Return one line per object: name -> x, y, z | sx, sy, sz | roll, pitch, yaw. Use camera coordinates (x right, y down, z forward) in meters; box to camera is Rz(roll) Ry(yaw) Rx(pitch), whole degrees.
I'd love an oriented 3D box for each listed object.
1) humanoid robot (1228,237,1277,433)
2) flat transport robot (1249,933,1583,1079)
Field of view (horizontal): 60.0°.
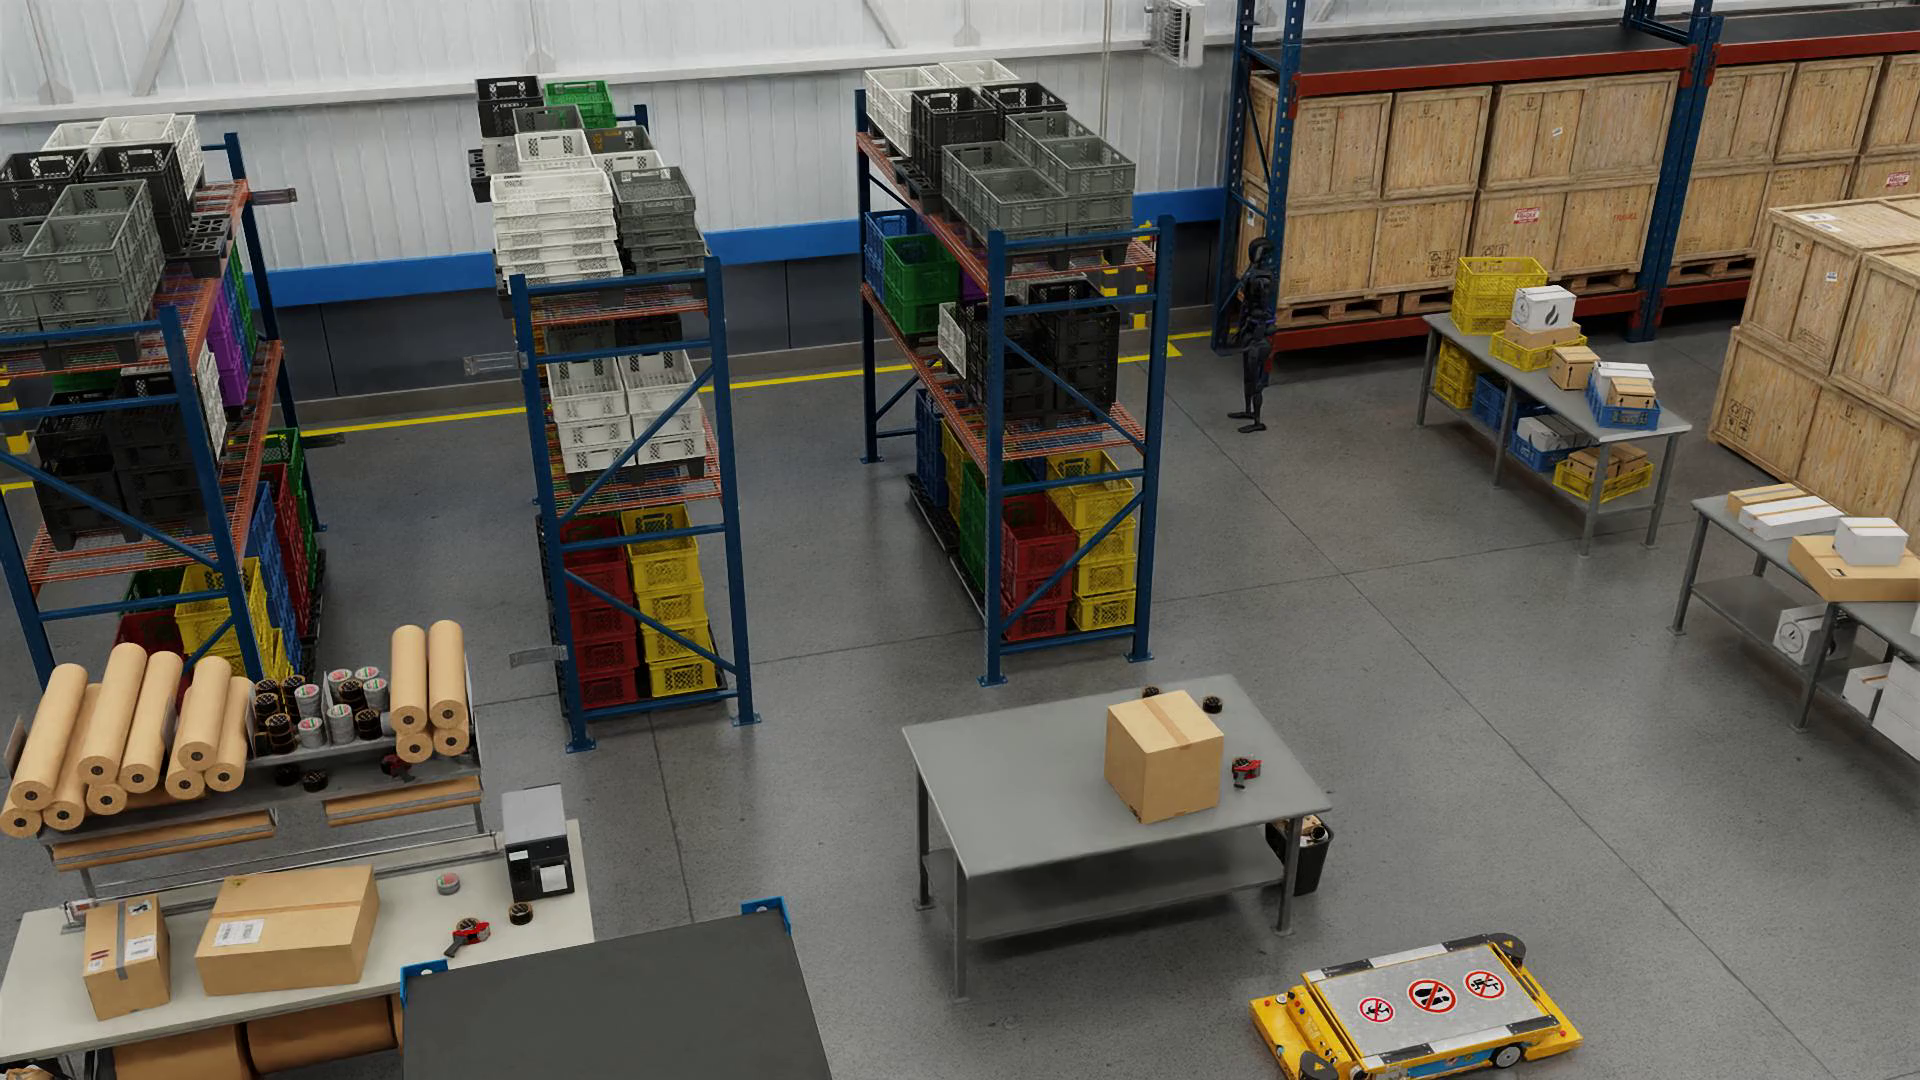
humanoid robot -> 2.430, -1.713, 13.798 | 0.326, 1.660, 0.591 | -3, 29, -6
flat transport robot -> 2.184, 2.282, 7.980 | 1.431, 0.197, 0.652 | -8, 30, -14
